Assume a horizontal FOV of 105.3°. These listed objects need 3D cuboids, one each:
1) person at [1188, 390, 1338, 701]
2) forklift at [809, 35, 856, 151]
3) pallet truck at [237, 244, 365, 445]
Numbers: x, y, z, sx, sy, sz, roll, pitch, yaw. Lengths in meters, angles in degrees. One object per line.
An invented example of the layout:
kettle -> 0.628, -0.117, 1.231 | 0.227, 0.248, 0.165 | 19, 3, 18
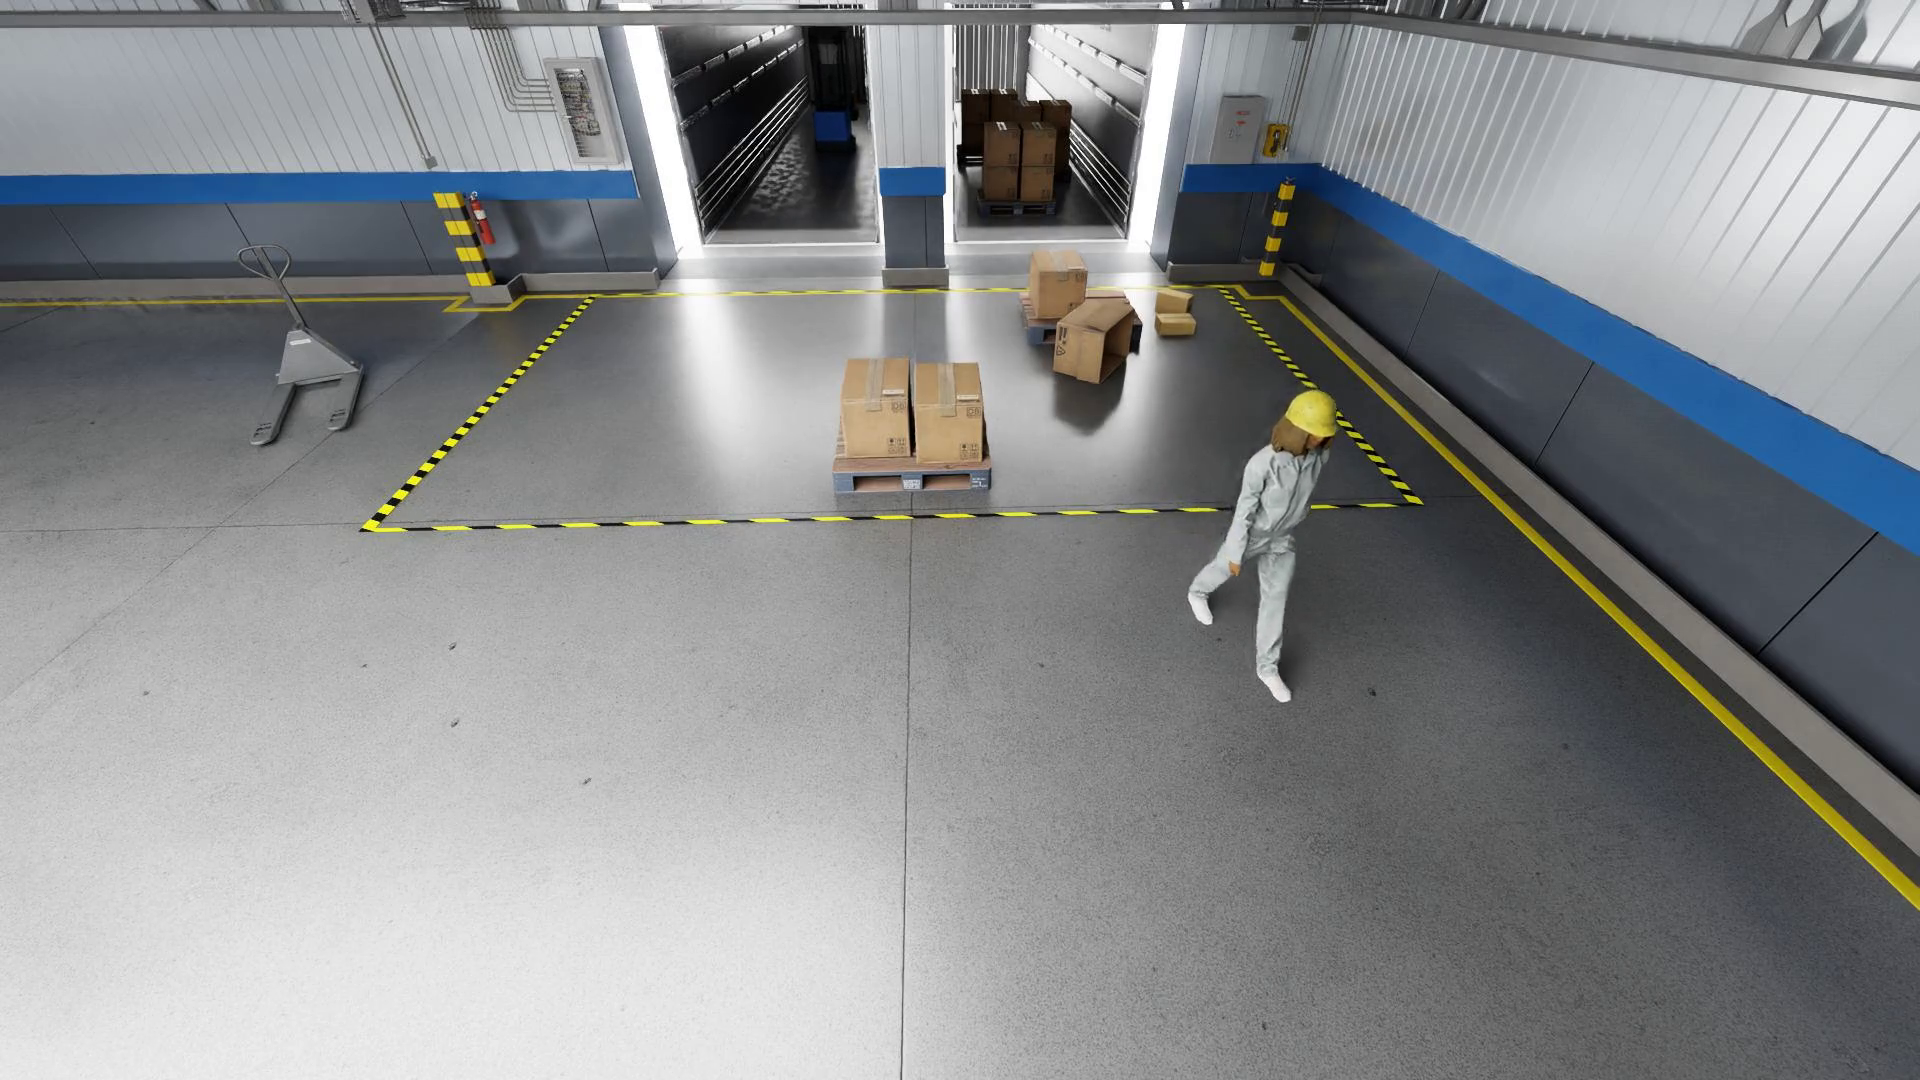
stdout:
person -> 1.604, -0.012, 3.827 | 0.494, 1.684, 0.927 | -10, 40, -13
forklift -> -2.683, -9.182, 15.108 | 0.716, 2.013, 0.776 | -1, 38, -1
pallet truck -> -5.915, -1.733, 6.366 | 0.680, 1.201, 1.601 | -18, 42, -21
